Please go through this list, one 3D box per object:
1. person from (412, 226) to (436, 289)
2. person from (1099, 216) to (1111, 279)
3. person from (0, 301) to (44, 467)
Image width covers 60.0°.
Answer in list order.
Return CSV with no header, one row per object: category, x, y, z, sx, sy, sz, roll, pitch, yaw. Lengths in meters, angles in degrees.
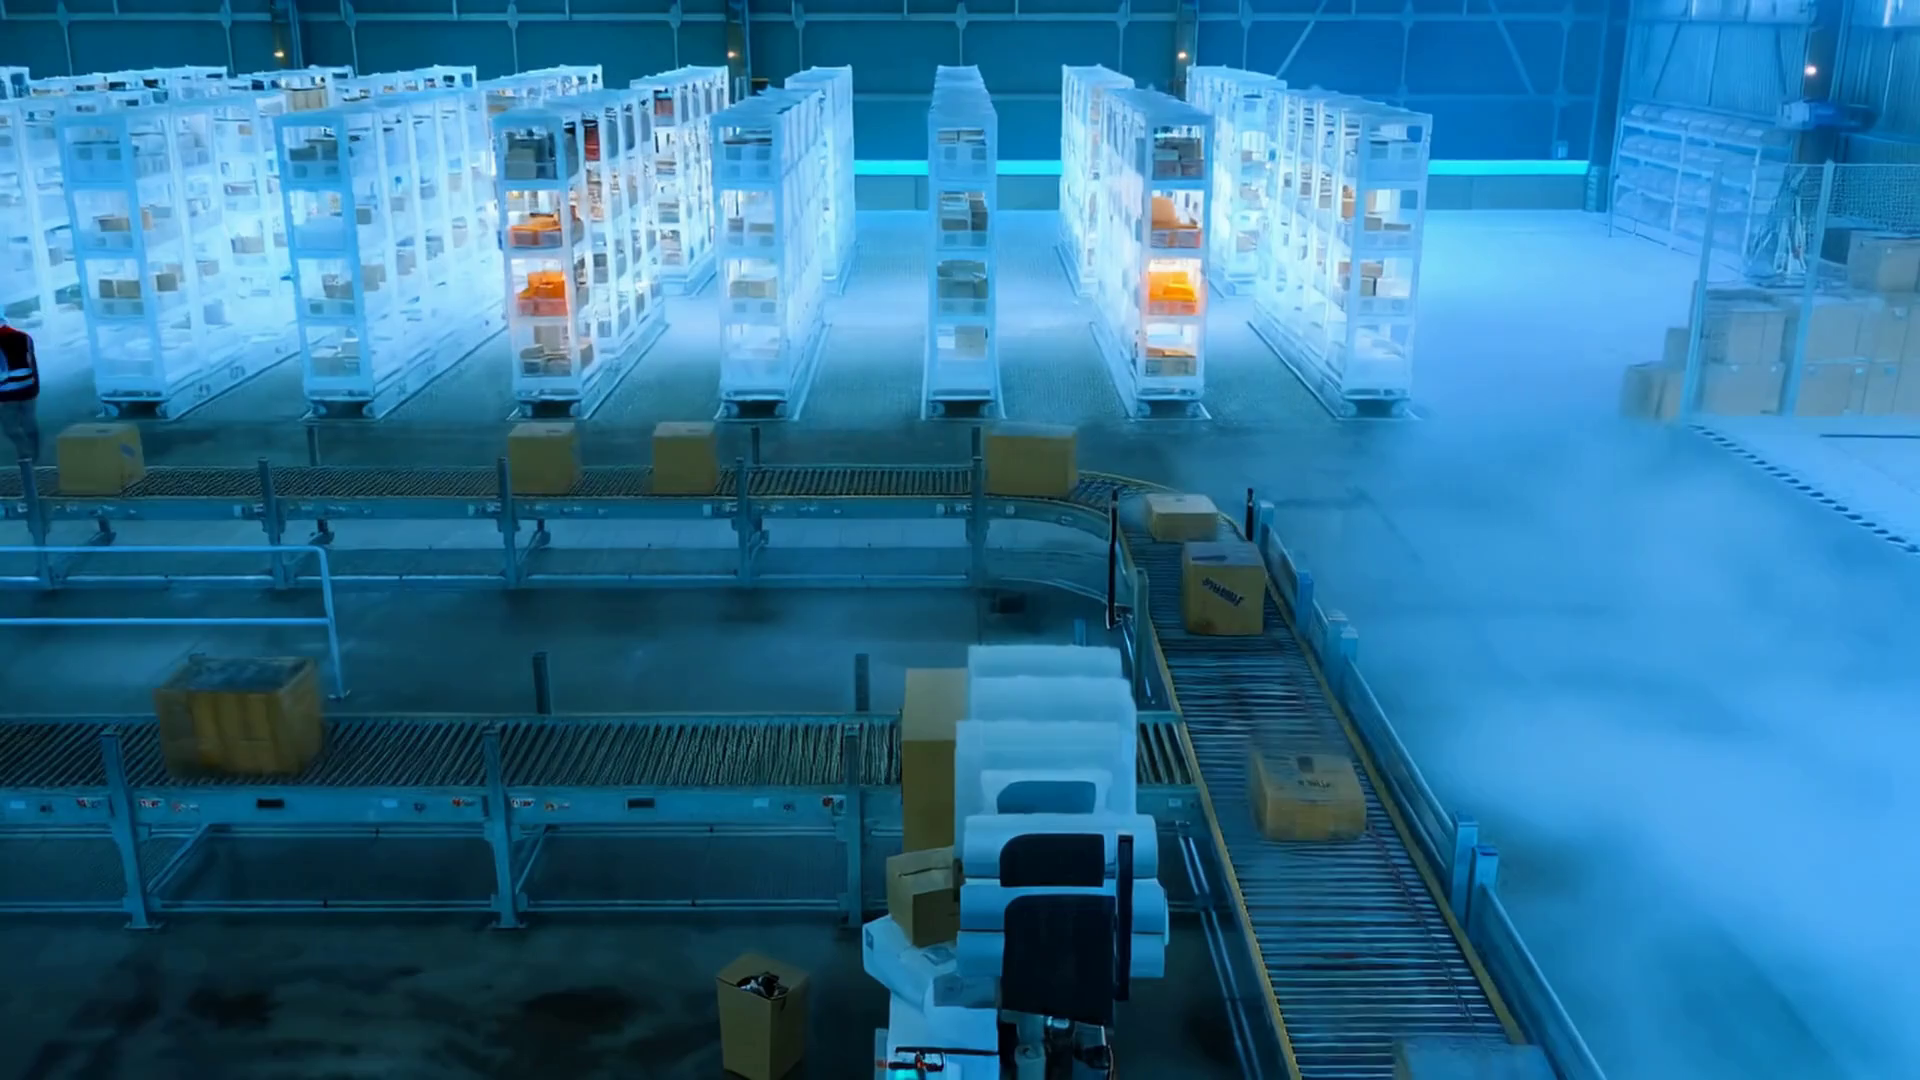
person,-8.788,-4.791,27.449,0.431,1.818,0.628,-2,18,-7
person,2.424,-4.489,26.504,0.389,1.837,0.560,-15,23,-39
person,-9.793,-1.522,17.204,0.462,1.931,0.644,6,19,17
